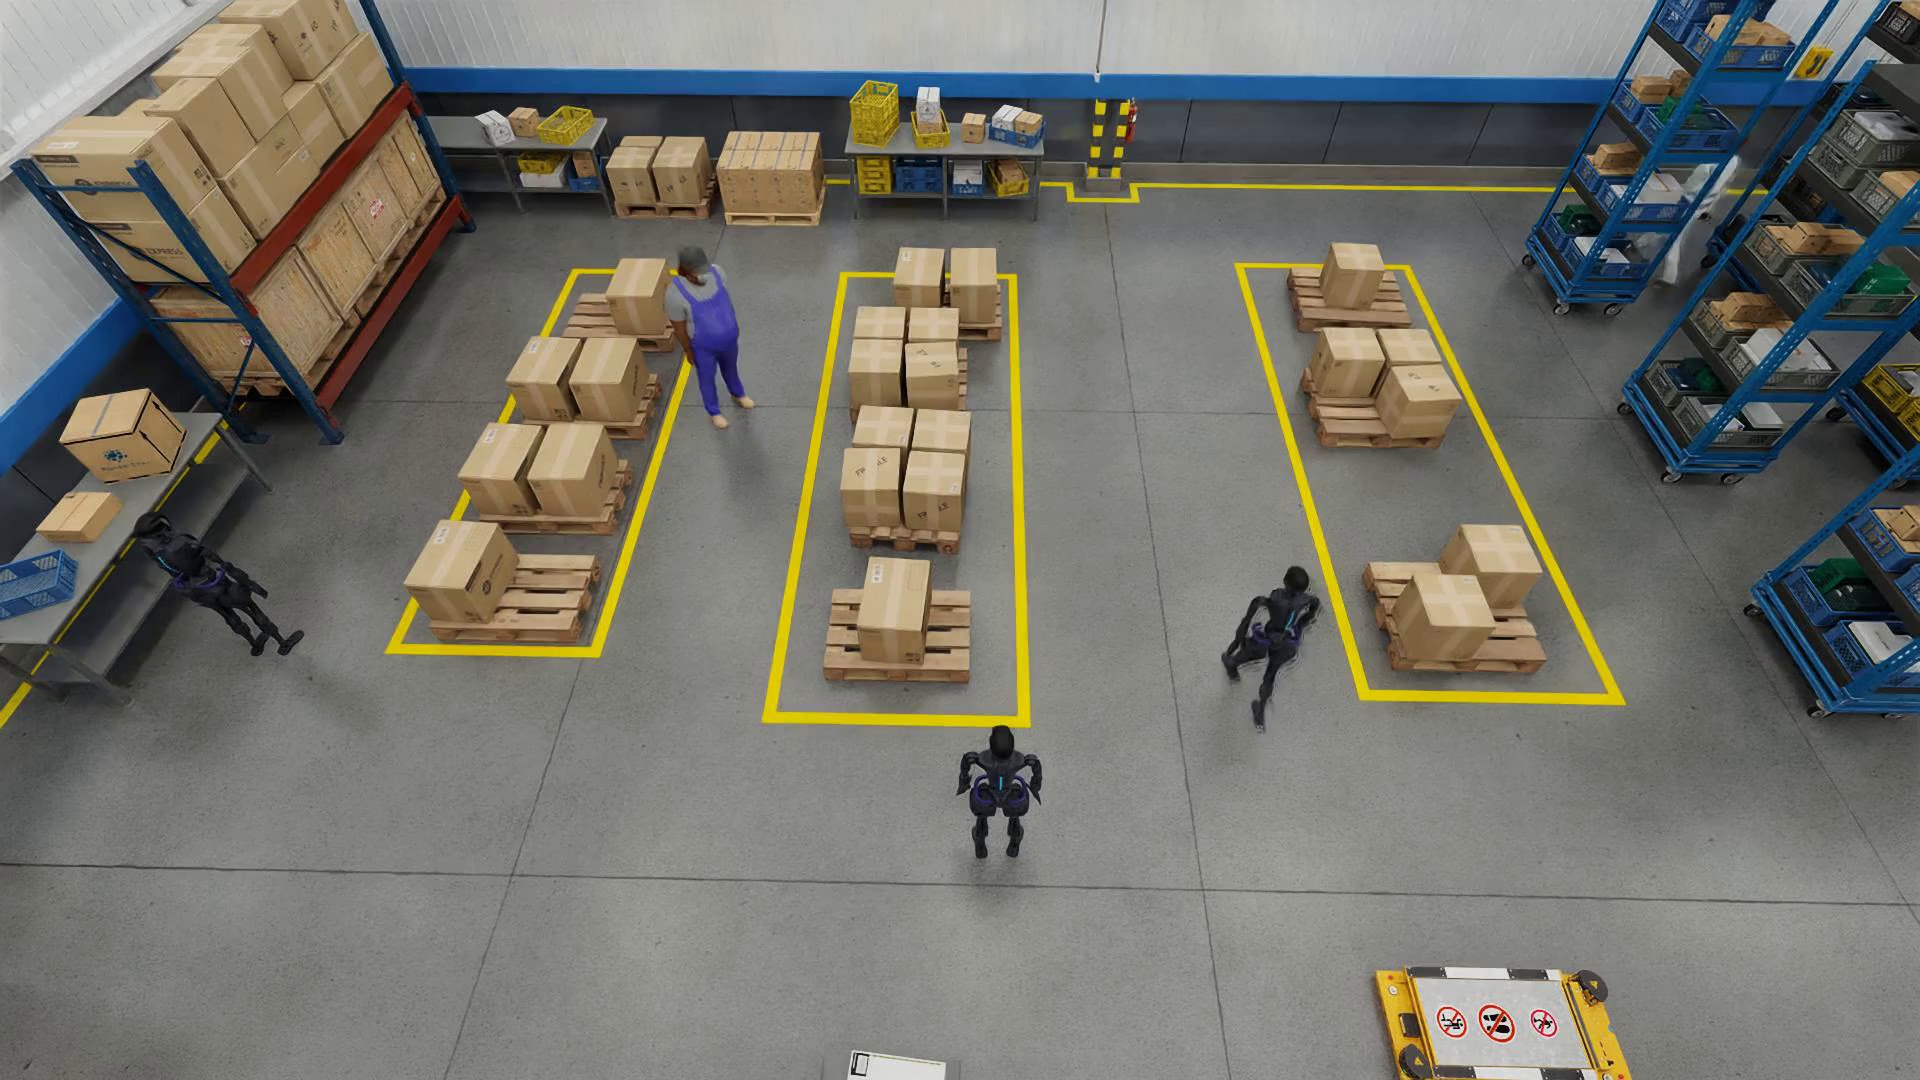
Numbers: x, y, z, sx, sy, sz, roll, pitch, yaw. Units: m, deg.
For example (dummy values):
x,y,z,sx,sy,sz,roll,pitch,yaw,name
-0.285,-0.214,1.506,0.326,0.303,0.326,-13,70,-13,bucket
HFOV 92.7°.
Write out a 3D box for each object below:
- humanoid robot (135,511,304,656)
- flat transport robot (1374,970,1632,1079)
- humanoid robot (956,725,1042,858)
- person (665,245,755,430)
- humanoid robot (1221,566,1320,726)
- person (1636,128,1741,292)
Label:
x,y,z,sx,sy,sz,roll,pitch,yaw,name
-5.911,0.353,7.280,0.589,1.657,0.327,1,51,1,humanoid robot
3.501,3.133,5.914,1.431,0.197,0.652,1,51,1,flat transport robot
0.263,1.698,6.181,0.589,1.660,0.327,1,51,1,humanoid robot
-2.407,-1.993,8.968,0.538,2.000,0.690,34,58,24,person
2.374,0.753,6.988,0.592,1.626,0.700,1,51,1,humanoid robot
8.434,-3.873,10.636,0.583,1.832,0.988,-19,53,-15,person
